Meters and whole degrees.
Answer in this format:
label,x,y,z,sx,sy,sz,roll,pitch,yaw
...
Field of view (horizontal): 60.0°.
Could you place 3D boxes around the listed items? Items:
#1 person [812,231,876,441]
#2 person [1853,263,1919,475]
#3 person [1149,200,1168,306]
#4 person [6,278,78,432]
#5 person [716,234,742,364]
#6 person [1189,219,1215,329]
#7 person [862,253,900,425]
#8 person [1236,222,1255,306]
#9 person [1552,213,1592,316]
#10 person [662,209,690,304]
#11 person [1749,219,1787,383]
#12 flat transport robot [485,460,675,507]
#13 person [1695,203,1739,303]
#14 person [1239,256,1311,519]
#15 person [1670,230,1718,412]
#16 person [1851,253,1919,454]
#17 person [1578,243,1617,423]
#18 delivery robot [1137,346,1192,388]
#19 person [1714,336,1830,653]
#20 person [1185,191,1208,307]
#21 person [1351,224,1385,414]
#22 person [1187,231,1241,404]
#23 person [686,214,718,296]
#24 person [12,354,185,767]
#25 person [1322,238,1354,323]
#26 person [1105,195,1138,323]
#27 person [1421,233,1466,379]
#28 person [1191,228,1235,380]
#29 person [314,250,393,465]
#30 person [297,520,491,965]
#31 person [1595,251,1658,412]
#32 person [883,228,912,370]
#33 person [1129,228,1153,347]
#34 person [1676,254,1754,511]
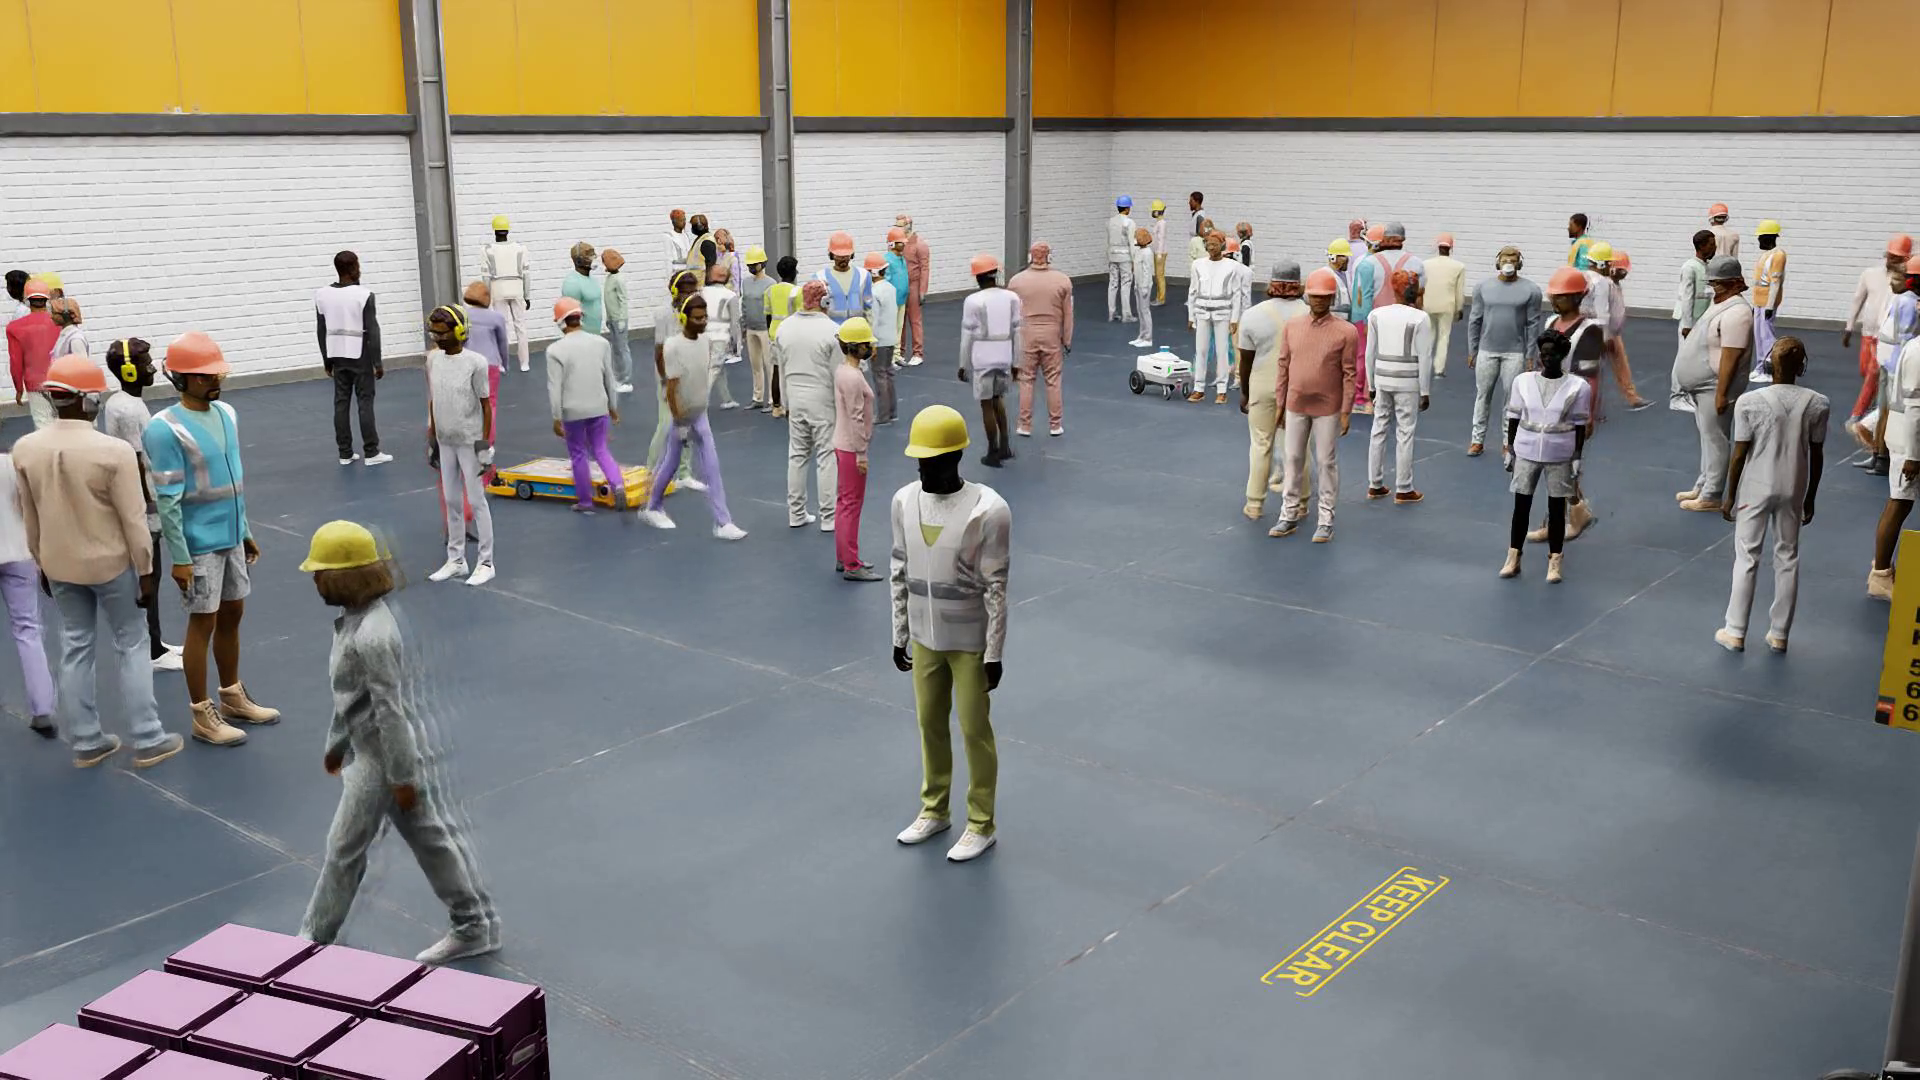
label,x,y,z,sx,sy,sz,roll,pitch,yaw
person,-1.109,-1.930,15.924,0.615,2.028,0.409,-5,15,-20
person,8.170,-1.484,14.495,0.389,1.847,0.567,3,14,11
person,3.333,-4.826,28.031,0.340,1.761,0.533,0,14,0
person,-7.722,-1.335,14.090,0.564,1.752,0.339,-11,18,-37
person,-2.982,-3.091,21.340,0.308,1.641,0.511,-10,17,-34
person,3.668,-3.987,24.930,0.498,1.634,0.283,-2,14,-9
person,-0.842,-2.050,16.984,0.381,1.743,0.569,6,15,21
person,4.110,-3.773,24.064,0.310,1.640,0.514,3,14,10
person,7.855,-3.248,21.434,0.626,1.894,0.606,5,15,19
person,-3.836,-3.576,22.784,0.354,1.883,0.576,5,15,20
person,9.552,-2.834,19.751,0.380,1.917,0.585,1,14,5
flat transport robot,-3.133,-0.486,13.704,1.431,0.197,0.652,6,15,23
person,10.029,-3.480,22.174,0.623,1.992,0.396,-2,14,-8
person,2.477,-1.176,12.874,0.684,2.000,0.538,1,14,4
person,7.843,-2.346,17.790,0.385,1.921,0.596,12,18,39
person,8.607,-1.689,15.274,0.481,1.864,0.598,6,15,21
person,6.505,-2.132,17.115,0.404,1.830,0.600,-2,14,-8
delivery robot,2.302,-1.937,18.738,0.477,0.478,0.707,-7,16,-24
person,4.671,-0.254,9.585,0.506,1.846,0.345,2,14,8
person,4.002,-4.873,27.897,0.371,1.916,0.597,1,14,3
person,4.346,-2.335,17.618,0.406,1.986,0.616,4,15,17
person,2.771,-2.436,18.226,0.581,1.884,0.351,6,15,23
person,-3.471,-3.461,22.423,0.429,1.835,0.634,-5,15,-20
person,-4.077,0.115,7.845,0.624,1.982,0.417,2,14,6
person,4.029,-2.332,17.945,0.405,1.824,0.585,11,18,37
person,2.502,-4.336,25.687,0.385,1.948,0.602,-13,19,-41
person,5.795,-2.821,20.070,0.557,1.735,0.466,9,17,33
person,3.057,-2.843,20.017,0.944,1.810,0.525,-8,16,-30
person,-5.461,-1.622,14.909,0.590,1.916,0.391,3,14,13
person,-2.115,0.759,5.823,0.888,1.690,0.506,-6,15,-23
person,6.934,-2.173,17.547,0.856,1.701,0.587,11,18,38
person,-0.791,-3.018,20.811,0.327,1.753,0.563,6,15,24
person,2.511,-3.481,22.932,0.279,1.625,0.493,-2,14,-7
person,5.952,-1.252,13.178,0.535,2.000,0.679,4,15,15
